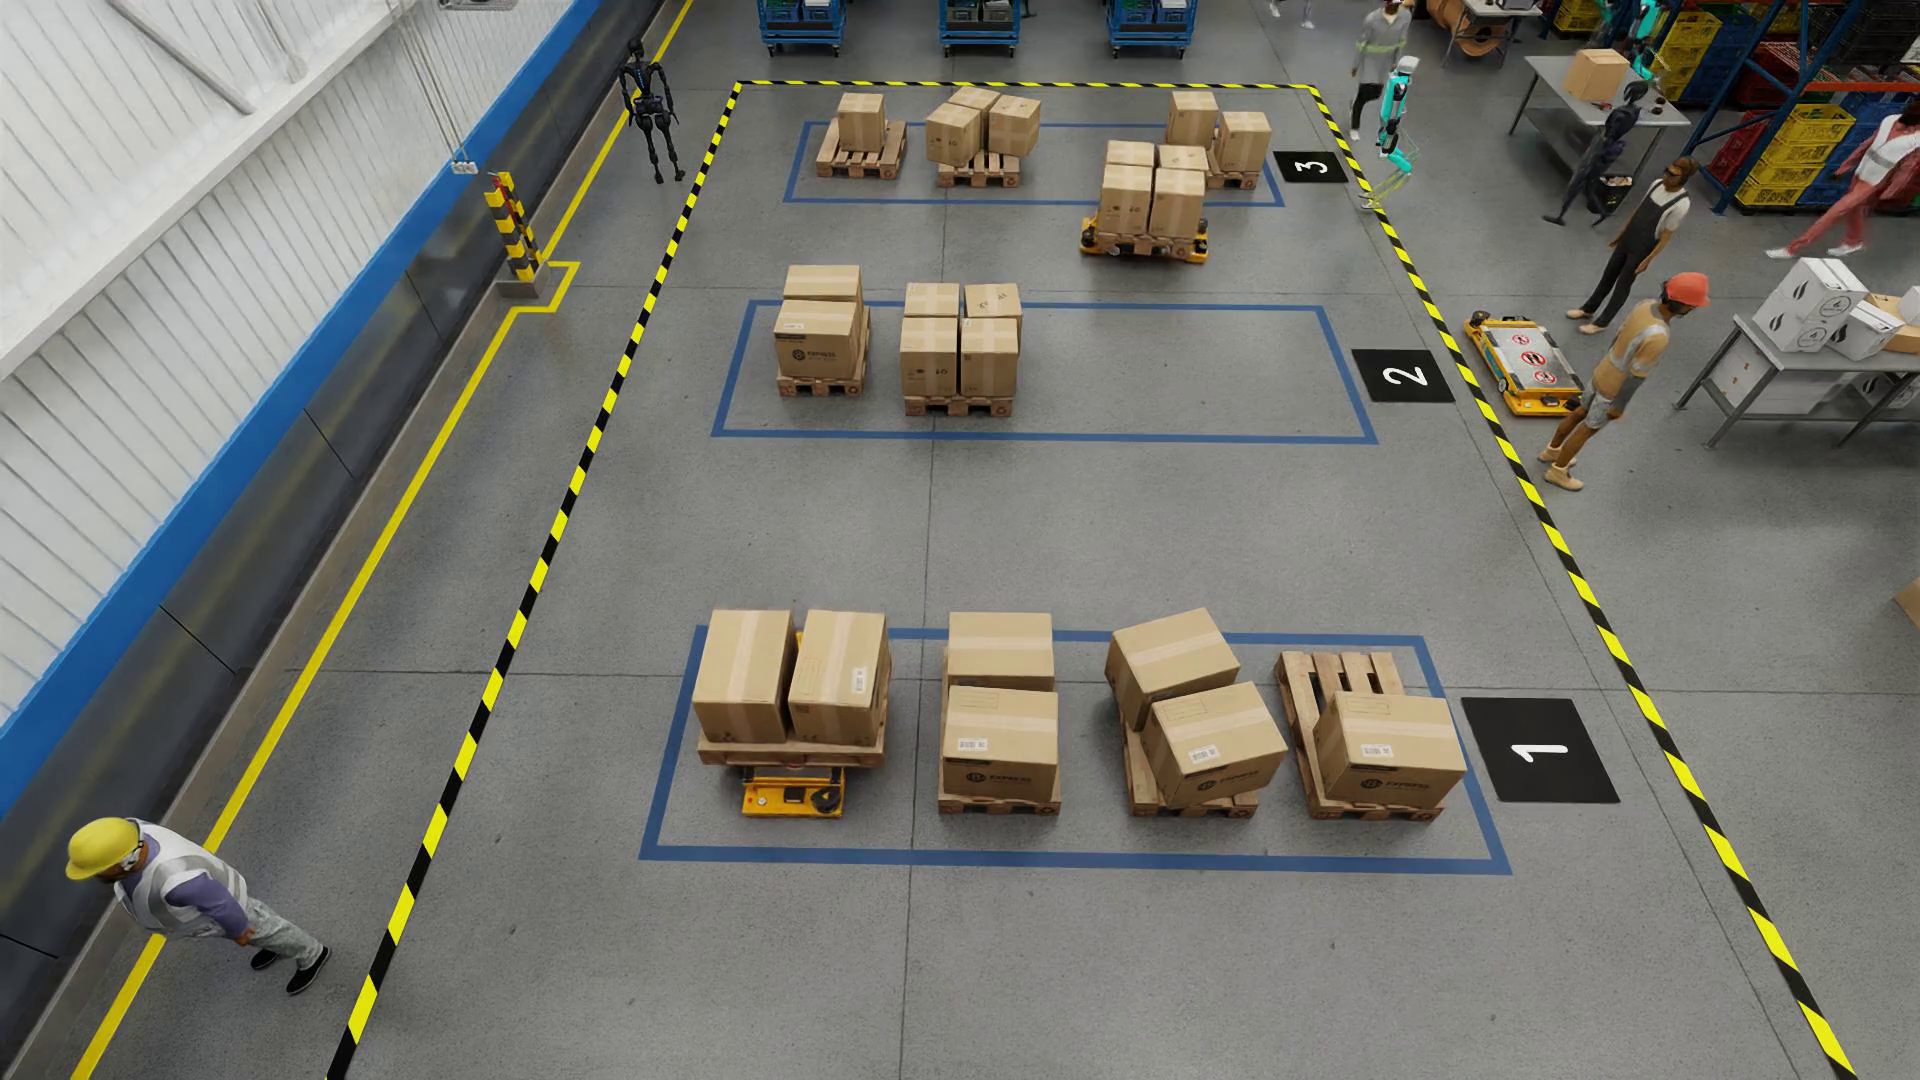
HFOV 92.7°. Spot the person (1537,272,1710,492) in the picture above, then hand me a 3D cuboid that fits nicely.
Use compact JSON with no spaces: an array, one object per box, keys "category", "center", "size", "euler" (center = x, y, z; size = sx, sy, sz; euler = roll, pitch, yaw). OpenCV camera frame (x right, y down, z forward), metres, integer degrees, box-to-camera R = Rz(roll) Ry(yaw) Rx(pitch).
[{"category":"person","center":[5.372,-1.281,7.472],"size":[0.391,2.039,0.607],"euler":[14,51,12]}]

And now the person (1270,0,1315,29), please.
[{"category":"person","center":[5.449,-9.099,14.456],"size":[0.491,1.707,0.853],"euler":[-26,54,-21]}]

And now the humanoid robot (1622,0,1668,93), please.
[{"category":"humanoid robot","center":[8.902,-6.235,11.972],"size":[0.553,1.741,1.039],"euler":[-33,56,-25]}]

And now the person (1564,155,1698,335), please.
[{"category":"person","center":[6.608,-2.866,8.972],"size":[0.328,1.842,0.512],"euler":[-4,49,-4]}]

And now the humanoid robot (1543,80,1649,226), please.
[{"category":"humanoid robot","center":[7.298,-4.281,10.321],"size":[0.615,1.640,0.614],"euler":[35,57,26]}]

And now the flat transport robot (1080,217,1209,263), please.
[{"category":"flat transport robot","center":[2.126,-3.519,10.561],"size":[1.431,0.197,0.652],"euler":[7,50,6]}]

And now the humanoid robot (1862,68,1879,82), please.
[{"category":"humanoid robot","center":[13.154,-7.113,12.736],"size":[0.554,1.822,0.667],"euler":[-15,51,-12]}]

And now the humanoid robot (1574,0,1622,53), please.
[{"category":"humanoid robot","center":[9.696,-8.086,13.604],"size":[0.665,1.857,0.547],"euler":[-5,49,-4]}]

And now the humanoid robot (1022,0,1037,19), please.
[{"category":"humanoid robot","center":[0.934,-9.082,14.495],"size":[0.762,1.639,0.600],"euler":[-14,51,-12]}]

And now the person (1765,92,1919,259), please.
[{"category":"person","center":[9.772,-3.878,9.836],"size":[1.038,1.864,0.600],"euler":[1,49,1]}]

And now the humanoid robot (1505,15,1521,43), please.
[{"category":"humanoid robot","center":[8.772,-8.604,14.067],"size":[0.609,1.643,0.591],"euler":[-26,54,-20]}]

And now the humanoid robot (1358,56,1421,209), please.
[{"category":"humanoid robot","center":[5.049,-4.603,10.460],"size":[0.735,1.673,0.533],"euler":[9,50,8]}]

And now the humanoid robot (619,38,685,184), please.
[{"category":"humanoid robot","center":[-3.737,-5.168,11.068],"size":[0.599,1.653,0.315],"euler":[-7,50,-6]}]

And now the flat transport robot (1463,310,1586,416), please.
[{"category":"flat transport robot","center":[5.573,-1.757,9.054],"size":[0.659,0.231,1.431],"euler":[1,49,1]}]

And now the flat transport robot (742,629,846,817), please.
[{"category":"flat transport robot","center":[-1.096,1.232,6.449],"size":[0.652,0.197,1.431],"euler":[1,49,1]}]

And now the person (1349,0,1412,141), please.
[{"category":"person","center":[5.369,-6.204,11.868],"size":[0.595,1.832,0.620],"euler":[-2,49,-2]}]

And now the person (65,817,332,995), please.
[{"category":"person","center":[-3.978,1.925,4.830],"size":[0.589,1.837,0.404],"euler":[22,53,18]}]
